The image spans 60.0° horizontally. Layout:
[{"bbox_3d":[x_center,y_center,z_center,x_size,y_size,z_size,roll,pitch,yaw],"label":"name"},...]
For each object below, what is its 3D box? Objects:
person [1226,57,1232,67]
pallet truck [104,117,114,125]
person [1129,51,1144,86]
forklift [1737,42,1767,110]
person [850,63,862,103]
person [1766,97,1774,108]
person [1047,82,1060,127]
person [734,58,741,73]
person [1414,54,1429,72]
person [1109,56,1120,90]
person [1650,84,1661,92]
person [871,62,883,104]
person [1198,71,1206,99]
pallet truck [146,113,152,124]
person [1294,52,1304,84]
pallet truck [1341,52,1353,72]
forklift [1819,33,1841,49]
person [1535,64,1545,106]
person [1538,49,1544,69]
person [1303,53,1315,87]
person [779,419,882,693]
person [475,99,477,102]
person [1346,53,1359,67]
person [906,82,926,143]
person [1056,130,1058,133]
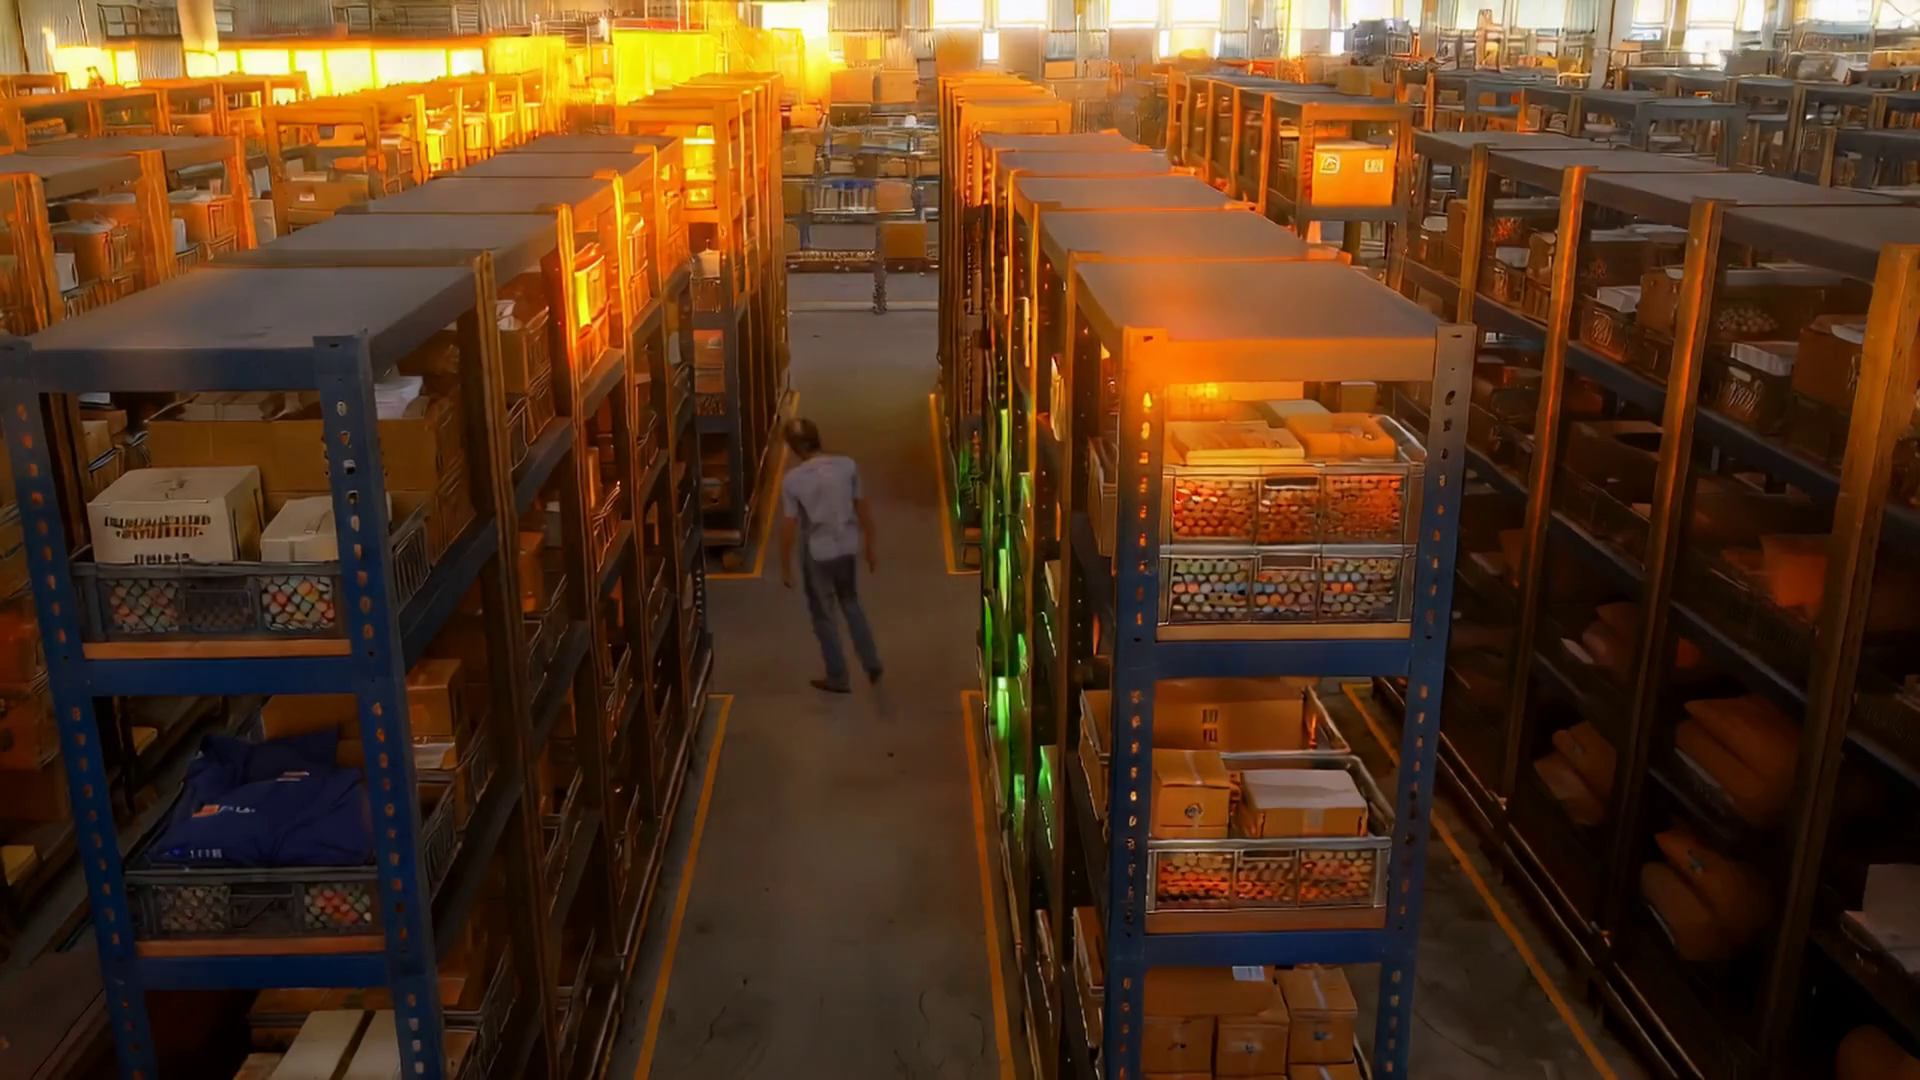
[{"bbox_3d":[12.533,-21.765,78.279,0.956,1.848,0.586,-13,22,-35],"label":"person"},{"bbox_3d":[-18.367,-7.885,35.078,1.885,1.965,0.823,1,18,2],"label":"pallet truck"},{"bbox_3d":[9.398,-25.225,89.017,0.961,1.817,0.551,7,19,21],"label":"person"},{"bbox_3d":[31.112,-18.223,65.654,1.129,2.768,1.873,-1,18,-2],"label":"forklift"},{"bbox_3d":[-4.409,-19.160,70.166,0.667,1.879,0.636,-15,23,-39],"label":"person"},{"bbox_3d":[31.396,-17.165,64.363,0.312,1.642,0.512,3,18,10],"label":"person"},{"bbox_3d":[2.807,-13.028,51.011,0.610,1.986,0.392,-8,20,-23],"label":"person"},{"bbox_3d":[-11.642,-24.597,87.057,0.434,1.828,0.519,14,22,36],"label":"person"},{"bbox_3d":[21.438,-21.558,77.319,0.684,2.000,0.538,6,19,19],"label":"person"},{"bbox_3d":[7.306,-21.903,78.660,0.573,1.877,0.353,-6,19,-18],"label":"person"},{"bbox_3d":[26.999,-17.386,64.590,0.547,1.940,0.725,8,20,23],"label":"person"},{"bbox_3d":[-3.460,-18.941,69.423,0.558,1.922,0.419,-11,21,-31],"label":"person"},{"bbox_3d":[8.971,-16.592,62.238,0.997,1.854,0.582,2,18,5],"label":"person"},{"bbox_3d":[-18.087,-8.309,36.390,1.885,1.965,0.823,-1,18,-4],"label":"pallet truck"},{"bbox_3d":[17.089,-23.580,83.774,0.583,1.921,0.390,-10,20,-27],"label":"person"},{"bbox_3d":[18.794,-23.123,82.231,0.823,1.965,1.885,-13,22,-35],"label":"pallet truck"},{"bbox_3d":[43.982,-24.305,84.475,1.129,2.768,1.873,-1,18,-2],"label":"forklift"},{"bbox_3d":[24.099,-18.867,69.287,0.535,1.860,0.331,-9,20,-25],"label":"person"},{"bbox_3d":[31.465,-25.663,90.209,0.381,1.923,0.592,1,18,3],"label":"person"},{"bbox_3d":[17.493,-23.325,82.992,0.966,1.900,0.612,-14,23,-37],"label":"person"},{"bbox_3d":[-0.864,0.107,10.655,0.604,1.803,0.451,-15,23,-39],"label":"person"},{"bbox_3d":[-16.167,-14.305,55.402,0.796,1.712,0.485,0,18,0],"label":"person"},{"bbox_3d":[19.971,-23.846,84.651,0.997,1.896,0.633,-12,21,-32],"label":"person"},{"bbox_3d":[-1.399,-13.622,53.000,0.947,1.890,0.546,0,18,0],"label":"person"},{"bbox_3d":[2.054,-8.239,36.754,0.498,1.634,0.279,-5,19,-16],"label":"person"}]
